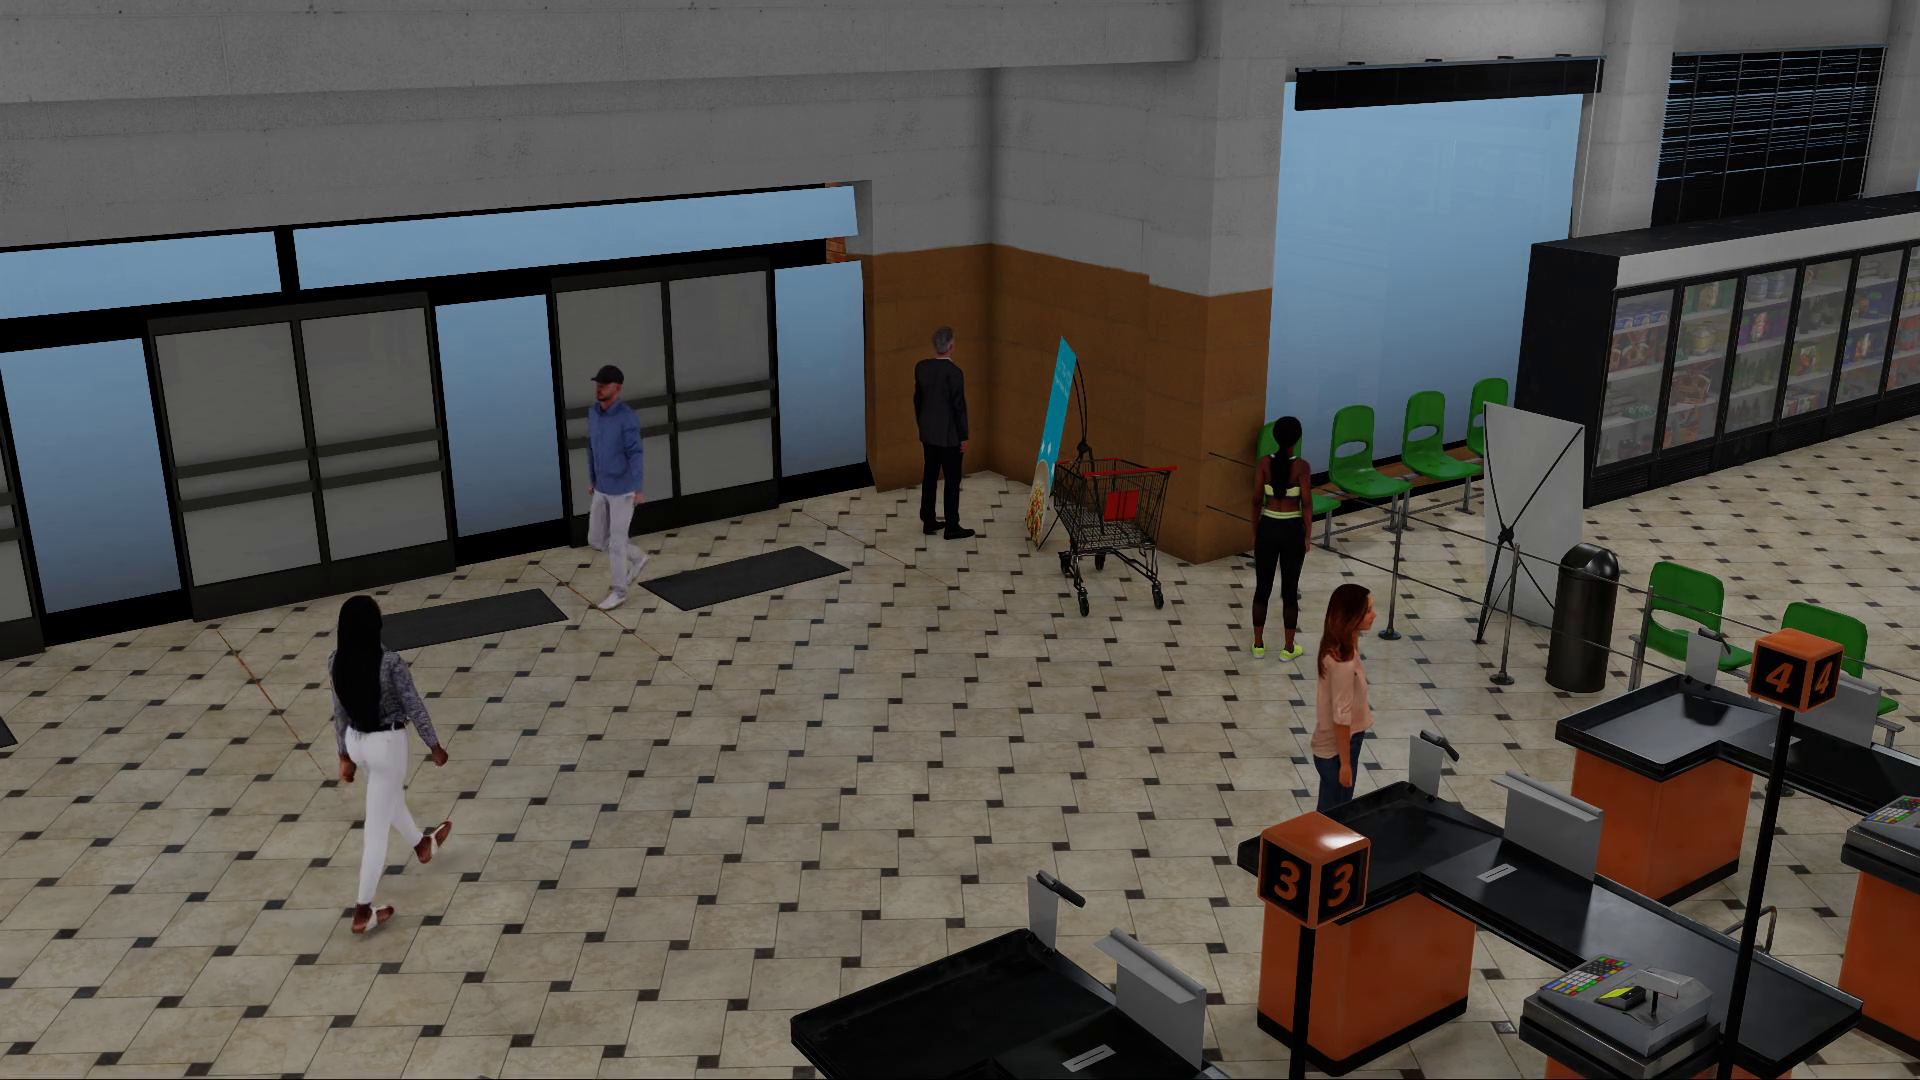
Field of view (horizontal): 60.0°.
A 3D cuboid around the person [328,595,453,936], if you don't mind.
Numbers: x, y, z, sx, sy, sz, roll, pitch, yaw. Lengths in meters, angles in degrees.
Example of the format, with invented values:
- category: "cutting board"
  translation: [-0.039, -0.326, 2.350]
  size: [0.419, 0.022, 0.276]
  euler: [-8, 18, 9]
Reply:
- category: "person"
  translation: [-2.957, 1.147, 8.319]
  size: [1.174, 1.675, 1.084]
  euler: [8, 20, 22]

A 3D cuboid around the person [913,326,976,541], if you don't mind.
- category: "person"
  translation: [-0.146, -0.930, 14.216]
  size: [0.607, 1.843, 0.832]
  euler: [17, 25, 41]

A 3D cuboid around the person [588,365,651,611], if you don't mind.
- category: "person"
  translation: [-2.581, -0.426, 12.673]
  size: [0.885, 1.872, 0.872]
  euler: [13, 23, 34]

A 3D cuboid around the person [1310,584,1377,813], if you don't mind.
- category: "person"
  translation: [1.896, 1.062, 8.388]
  size: [0.719, 1.792, 0.663]
  euler: [4, 19, 11]

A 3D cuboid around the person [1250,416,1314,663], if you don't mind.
- category: "person"
  translation: [2.234, -0.009, 11.625]
  size: [0.611, 1.754, 0.707]
  euler: [7, 20, 20]
